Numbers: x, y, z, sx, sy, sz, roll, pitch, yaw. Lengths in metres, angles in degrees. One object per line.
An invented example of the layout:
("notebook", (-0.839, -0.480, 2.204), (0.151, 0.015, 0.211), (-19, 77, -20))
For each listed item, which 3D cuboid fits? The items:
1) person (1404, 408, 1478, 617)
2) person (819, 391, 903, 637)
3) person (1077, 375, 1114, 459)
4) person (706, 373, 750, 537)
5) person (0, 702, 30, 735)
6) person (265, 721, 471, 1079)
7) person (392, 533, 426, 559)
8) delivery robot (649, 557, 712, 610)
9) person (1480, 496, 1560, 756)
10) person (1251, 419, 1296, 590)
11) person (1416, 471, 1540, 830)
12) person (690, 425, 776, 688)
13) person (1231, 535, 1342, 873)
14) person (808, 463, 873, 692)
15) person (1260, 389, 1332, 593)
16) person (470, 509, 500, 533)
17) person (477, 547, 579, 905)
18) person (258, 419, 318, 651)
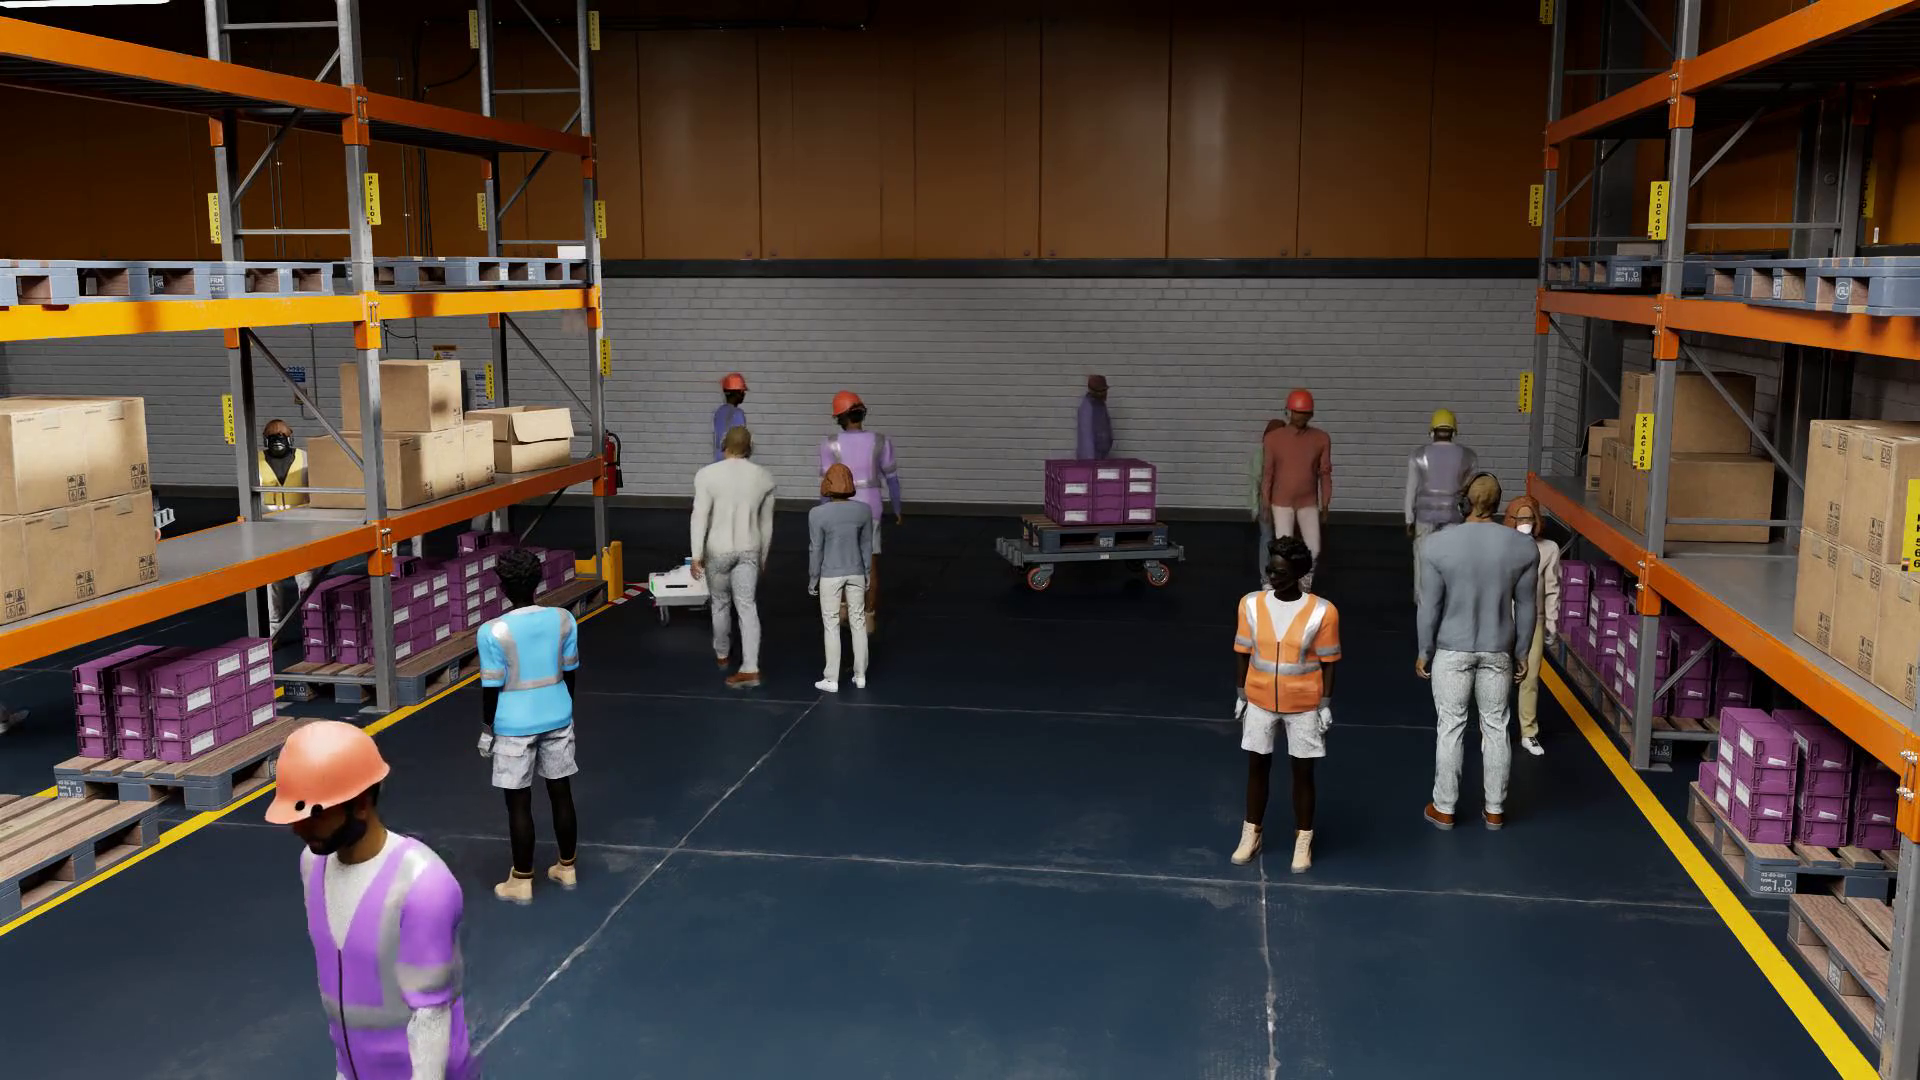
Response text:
("person", (4.120, -0.217, 14.245), (0.615, 1.827, 0.404), (2, 9, 12))
("person", (-0.834, -0.243, 13.855), (0.695, 2.000, 0.920), (-1, 9, -9))
("person", (1.488, -0.903, 18.375), (0.423, 1.864, 0.735), (2, 9, 13))
("person", (-2.410, -0.788, 17.473), (0.501, 1.924, 0.570), (-6, 11, -32))
("person", (-6.193, 0.527, 10.368), (0.537, 1.583, 0.873), (3, 10, 19))
("person", (-1.476, 1.370, 4.234), (0.548, 1.906, 0.479), (5, 11, 30))
("person", (-5.036, -0.380, 15.112), (0.568, 1.878, 0.352), (-7, 12, -38))
("delivery robot", (-2.286, 0.388, 14.135), (0.707, 0.478, 0.477), (-2, 9, -9))
("person", (3.433, 0.532, 10.258), (0.503, 1.626, 0.283), (0, 9, 0))
("person", (2.958, -0.333, 15.595), (0.505, 1.631, 0.364), (-6, 11, -32))
("person", (2.745, 0.596, 8.887), (0.631, 1.940, 0.369), (1, 9, 4))
("person", (-1.664, 0.105, 12.150), (0.682, 1.866, 1.011), (-4, 10, -21))
("person", (1.619, 0.810, 8.299), (0.536, 1.699, 0.322), (4, 10, 25))
("person", (-0.850, 0.267, 11.851), (0.500, 1.633, 0.284), (-5, 11, -29))
("person", (2.921, -0.333, 14.490), (0.632, 1.979, 0.454), (0, 9, 3))
("person", (-4.425, -0.359, 15.734), (0.529, 1.623, 0.350), (7, 12, 38))
("person", (-2.044, 0.879, 7.898), (0.319, 1.692, 0.533), (9, 13, 43))
("person", (-5.325, -0.038, 13.127), (0.626, 1.836, 0.429), (-4, 10, -21))
